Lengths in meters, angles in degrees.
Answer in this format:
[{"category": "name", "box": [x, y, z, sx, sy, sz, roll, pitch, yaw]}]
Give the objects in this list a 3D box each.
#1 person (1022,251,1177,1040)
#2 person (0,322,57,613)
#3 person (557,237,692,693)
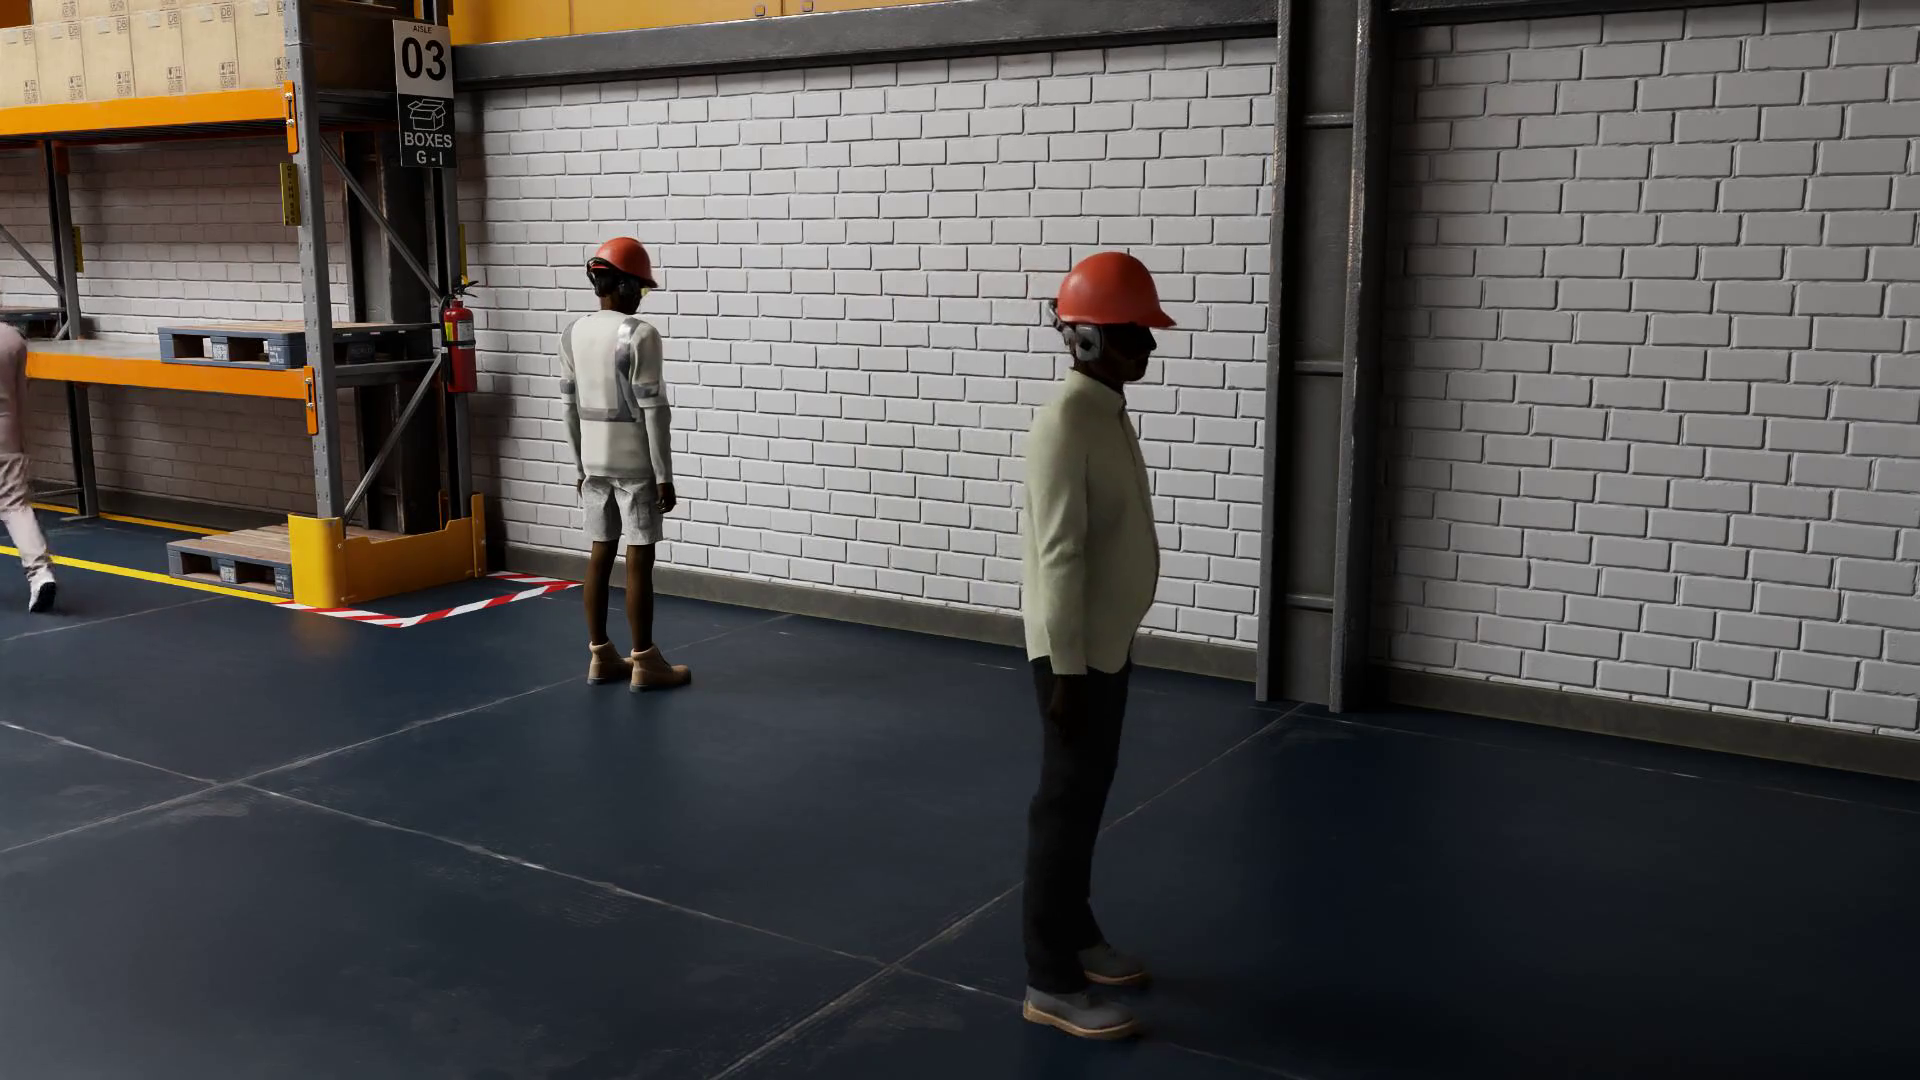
[{"category": "person", "box": [0.349, 0.263, 4.299, 0.395, 1.992, 0.622, 3, 11, 16]}, {"category": "person", "box": [-5.332, -0.526, 9.039, 0.969, 1.871, 0.633, 8, 13, 38]}, {"category": "person", "box": [-1.508, -0.333, 7.497, 0.605, 2.034, 0.389, 7, 12, 33]}]
